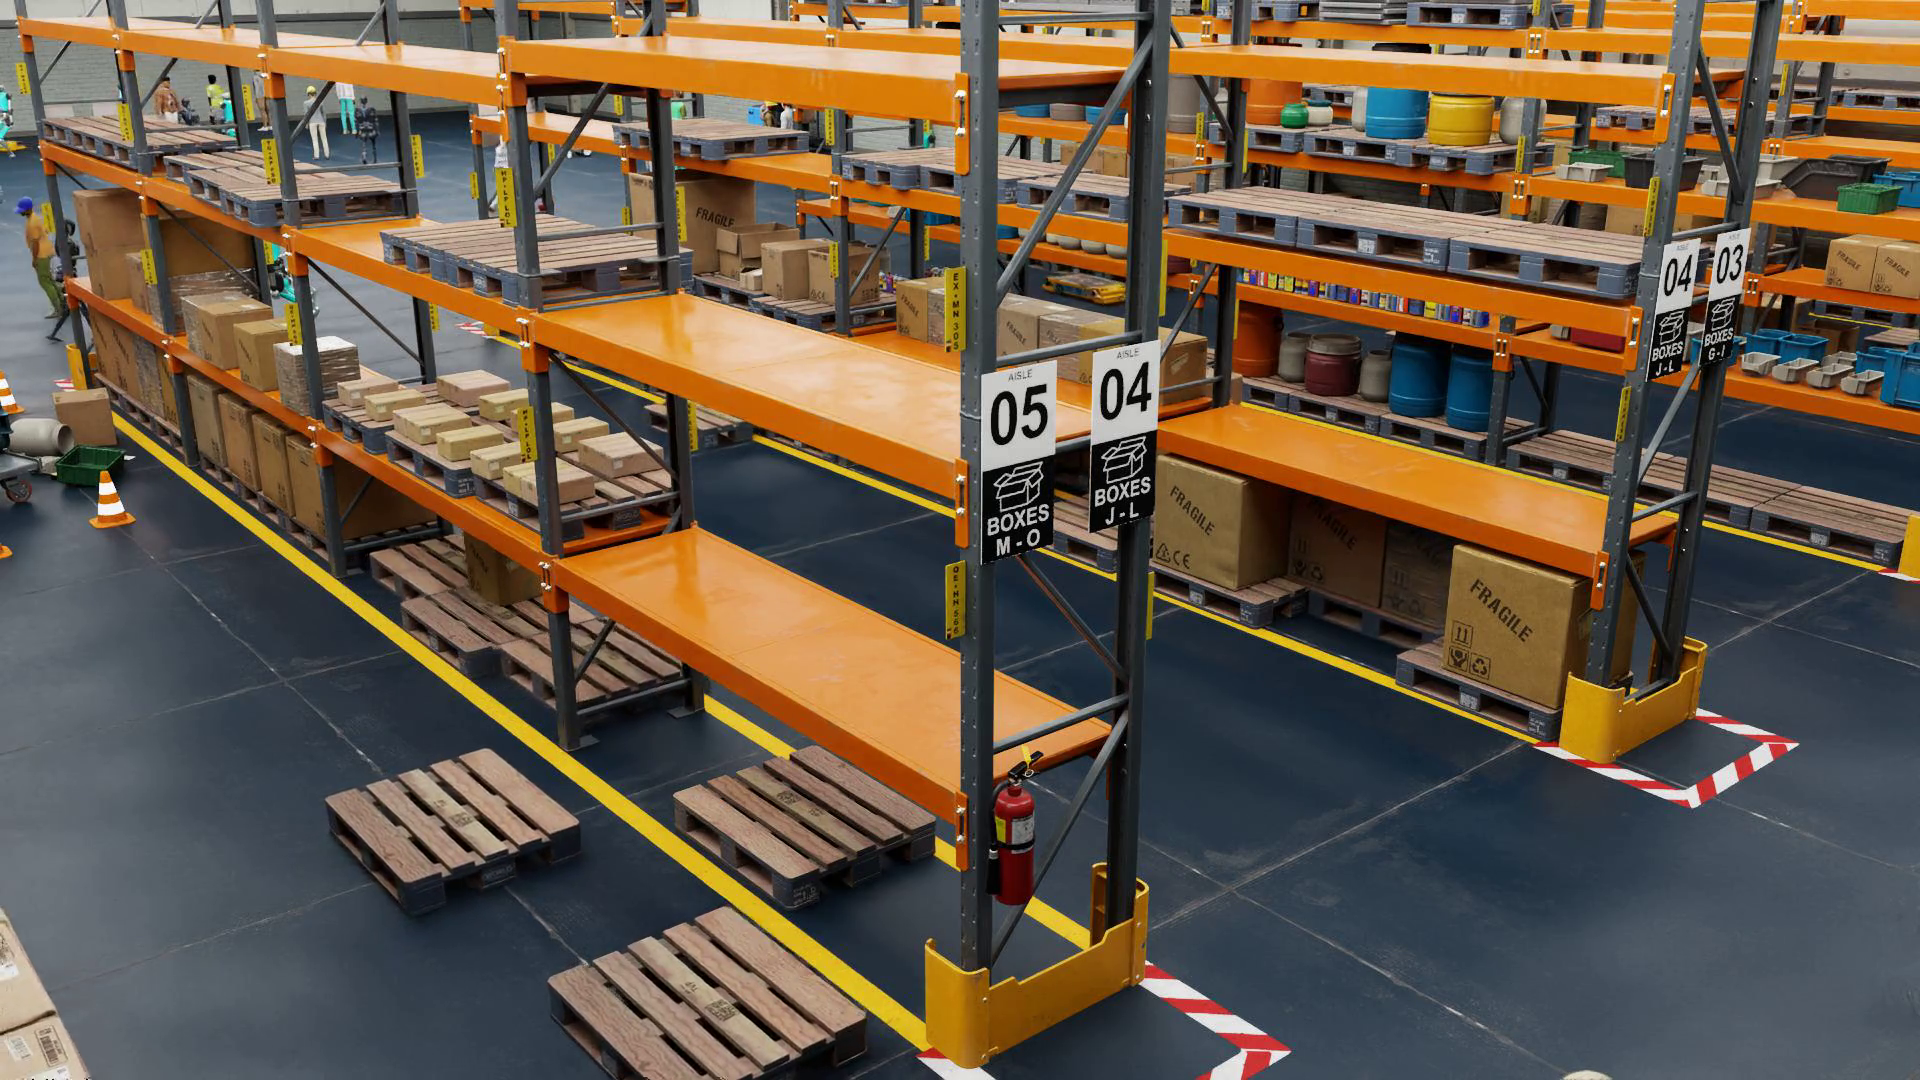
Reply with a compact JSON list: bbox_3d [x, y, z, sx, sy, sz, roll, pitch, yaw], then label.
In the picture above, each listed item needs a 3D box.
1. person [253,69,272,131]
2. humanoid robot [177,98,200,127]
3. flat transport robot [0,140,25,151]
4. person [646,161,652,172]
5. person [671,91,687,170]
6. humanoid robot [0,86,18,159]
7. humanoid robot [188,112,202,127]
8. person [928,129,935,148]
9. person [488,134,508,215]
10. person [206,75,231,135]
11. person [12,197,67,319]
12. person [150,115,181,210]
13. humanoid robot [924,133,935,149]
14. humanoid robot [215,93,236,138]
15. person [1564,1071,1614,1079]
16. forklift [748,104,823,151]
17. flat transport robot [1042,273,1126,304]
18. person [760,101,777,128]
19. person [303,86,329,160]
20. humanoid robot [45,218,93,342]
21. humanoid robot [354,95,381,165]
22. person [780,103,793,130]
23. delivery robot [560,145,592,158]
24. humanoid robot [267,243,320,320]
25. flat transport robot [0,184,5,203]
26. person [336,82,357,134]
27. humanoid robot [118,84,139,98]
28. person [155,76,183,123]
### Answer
[{"bbox_3d":[-19.959,-12.664,47.556,0.408,1.876,0.500,6,20,17],"label":"person"},{"bbox_3d":[-17.879,-9.426,38.629,0.328,1.652,0.584,12,23,30],"label":"humanoid robot"},{"bbox_3d":[-24.927,-10.127,42.756,1.431,0.231,0.659,2,19,7],"label":"flat transport robot"},{"bbox_3d":[-5.054,-5.944,28.295,0.603,1.966,0.368,16,25,38],"label":"person"},{"bbox_3d":[-6.405,-9.368,38.024,0.405,1.978,0.481,-17,26,-40],"label":"person"},{"bbox_3d":[-23.569,-10.186,40.802,0.542,1.823,0.774,1,19,4],"label":"humanoid robot"},{"bbox_3d":[-16.111,-8.188,35.123,0.554,1.642,0.589,-3,20,-9],"label":"humanoid robot"},{"bbox_3d":[-0.677,-7.426,32.847,0.476,1.743,0.342,-18,26,-41],"label":"person"},{"bbox_3d":[-8.874,-7.209,32.088,0.949,1.833,0.602,-11,22,-29],"label":"person"},{"bbox_3d":[-20.711,-12.105,46.288,0.896,1.645,0.542,11,22,29],"label":"person"},{"bbox_3d":[-12.655,-3.891,22.880,0.456,1.674,0.579,-8,21,-22],"label":"person"},{"bbox_3d":[-15.573,-7.348,32.458,0.524,1.865,0.852,2,19,5],"label":"person"},{"bbox_3d":[-0.818,-6.913,31.415,0.536,1.809,0.669,13,23,32],"label":"humanoid robot"},{"bbox_3d":[-17.392,-9.643,39.225,0.896,1.770,0.531,7,21,19],"label":"humanoid robot"},{"bbox_3d":[1.730,2.354,4.928,0.378,1.797,0.604,-10,21,-25],"label":"person"},{"bbox_3d":[-4.526,-11.368,42.374,1.129,2.768,1.873,-15,24,-37],"label":"forklift"},{"bbox_3d":[1.900,-3.704,24.477,0.659,0.231,1.431,-13,23,-33],"label":"flat transport robot"},{"bbox_3d":[-4.277,-9.029,37.376,0.404,1.762,0.536,-3,20,-9],"label":"person"},{"bbox_3d":[-15.758,-10.192,40.696,0.522,1.760,0.322,-16,25,-38],"label":"person"},{"bbox_3d":[-11.460,-3.324,21.370,0.782,1.629,0.628,-8,21,-21],"label":"humanoid robot"},{"bbox_3d":[-14.130,-9.754,39.625,0.590,1.643,0.681,-3,20,-9],"label":"humanoid robot"},{"bbox_3d":[-3.778,-8.828,36.612,0.360,1.896,0.564,9,21,25],"label":"person"},{"bbox_3d":[-9.593,-9.826,41.493,0.781,0.610,0.499,-14,24,-34],"label":"delivery robot"},{"bbox_3d":[-8.374,-3.263,20.860,0.742,1.689,0.530,-2,19,-6],"label":"humanoid robot"},{"bbox_3d":[-19.137,-6.294,31.849,0.659,0.231,1.431,-1,19,-3],"label":"flat transport robot"},{"bbox_3d":[-17.229,-12.375,46.680,0.487,1.914,0.383,2,19,5],"label":"person"},{"bbox_3d":[-22.081,-11.360,44.062,0.530,1.743,1.001,1,19,3],"label":"humanoid robot"},{"bbox_3d":[-20.472,-11.074,43.065,0.473,1.844,0.812,8,21,21],"label":"person"}]
